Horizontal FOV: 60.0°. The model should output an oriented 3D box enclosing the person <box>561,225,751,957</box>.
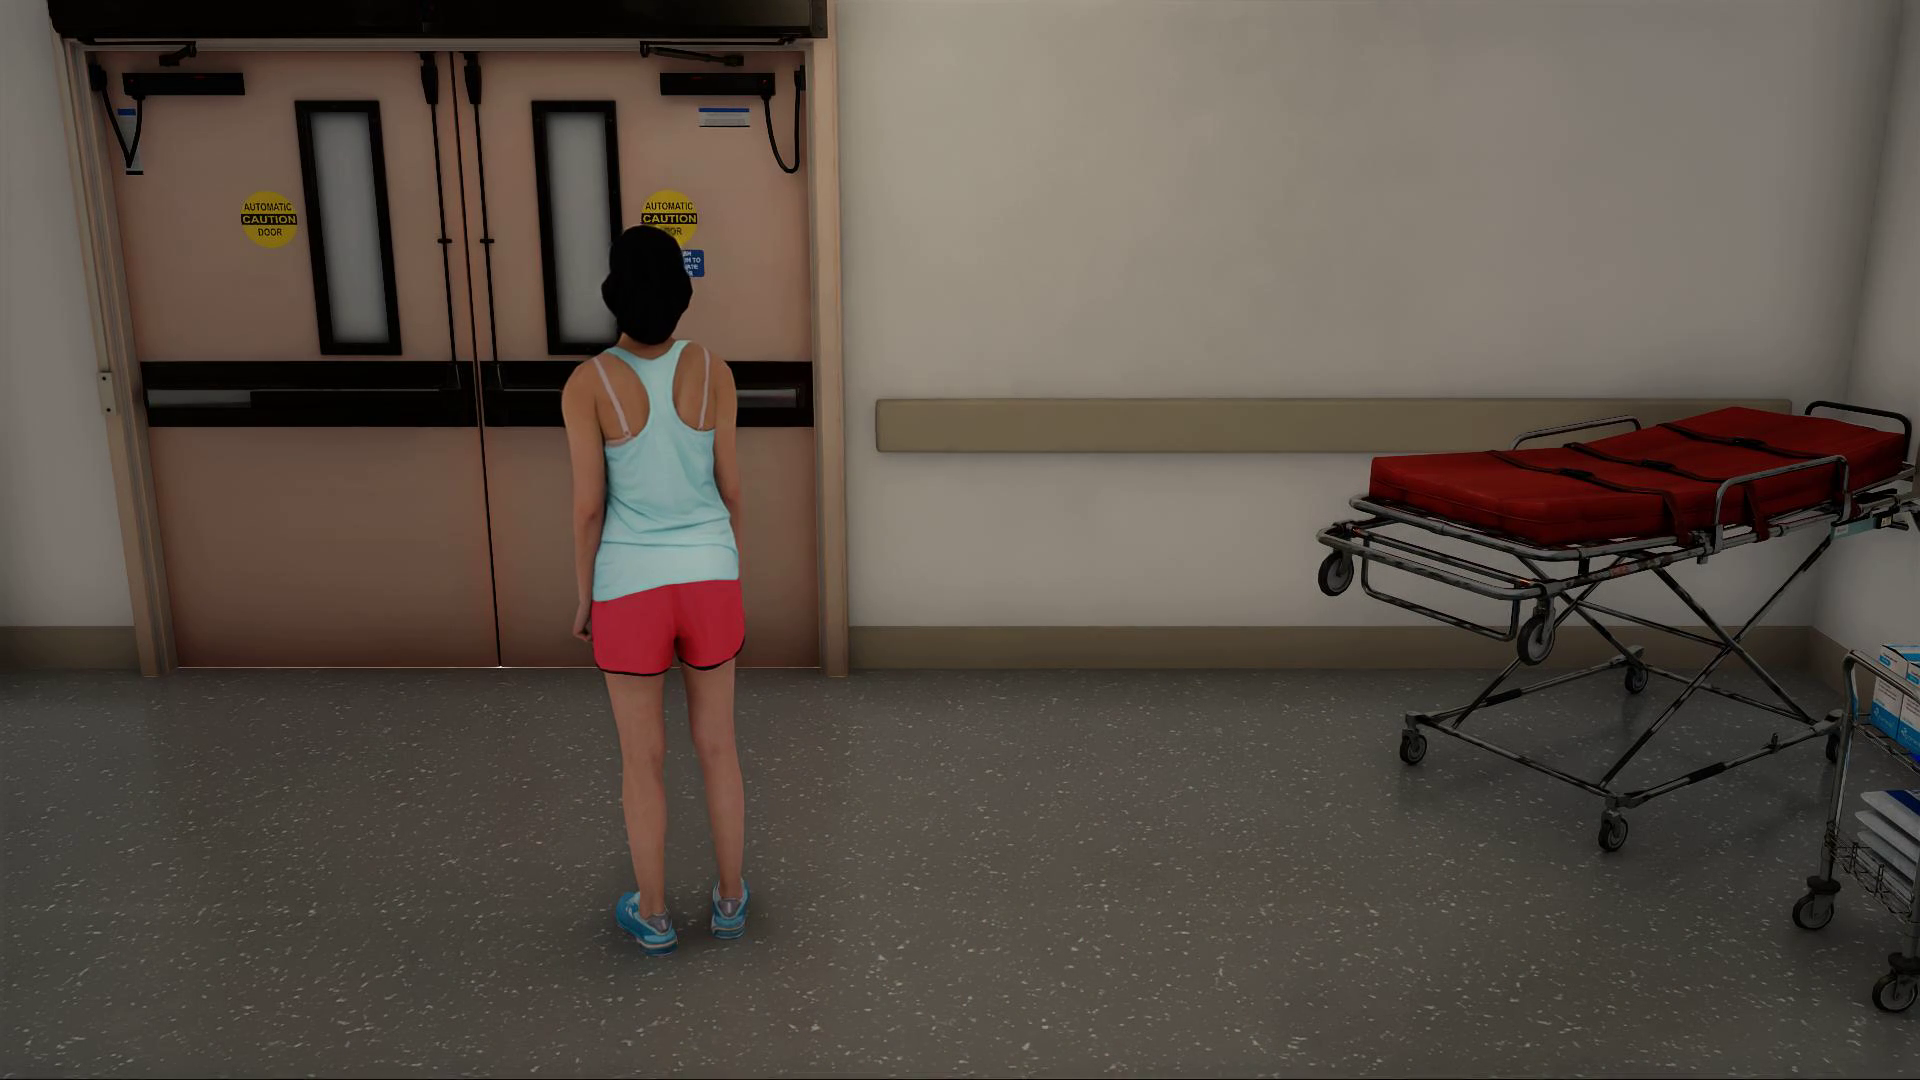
[{"bbox_3d":[-0.706,0.134,3.988,0.676,1.764,0.694,-6,17,-20],"label":"person"}]
